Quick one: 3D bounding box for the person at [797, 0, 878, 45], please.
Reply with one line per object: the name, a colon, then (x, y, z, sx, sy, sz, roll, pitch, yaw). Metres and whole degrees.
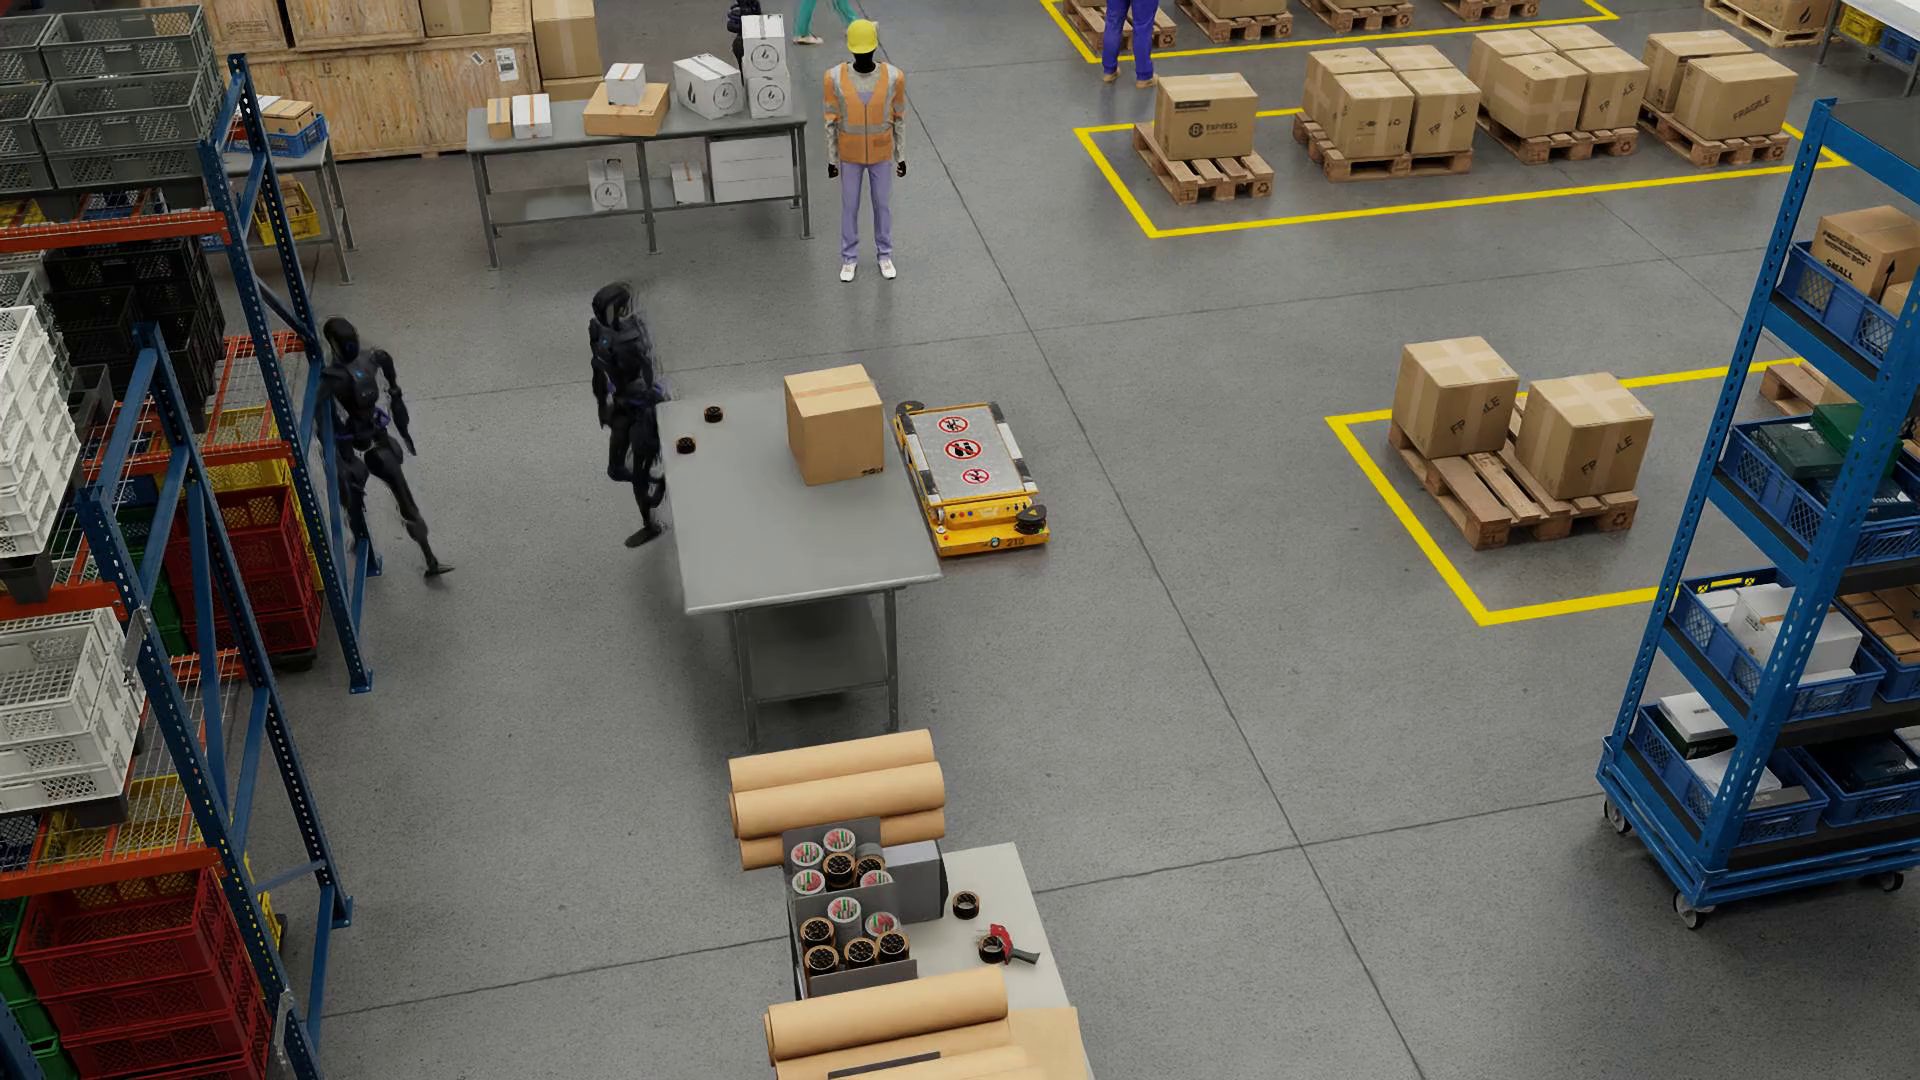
person: (-1.201, -5.585, 15.834, 0.879, 1.719, 0.541, -7, 37, -10)

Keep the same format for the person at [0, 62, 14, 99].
person: (-8.417, -4.423, 14.073, 0.424, 1.982, 0.626, -25, 43, -30)

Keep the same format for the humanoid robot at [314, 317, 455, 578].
humanoid robot: (-3.210, -0.479, 9.060, 0.791, 1.615, 0.582, 30, 46, 34)

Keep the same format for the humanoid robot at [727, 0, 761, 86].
humanoid robot: (-1.820, -4.353, 14.223, 0.330, 1.650, 0.571, 1, 37, 2)

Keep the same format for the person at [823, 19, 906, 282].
person: (-0.669, -2.772, 11.890, 0.584, 1.928, 0.365, -4, 37, -5)

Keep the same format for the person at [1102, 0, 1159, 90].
person: (1.566, -5.095, 14.919, 0.674, 2.000, 0.536, 19, 41, 24)

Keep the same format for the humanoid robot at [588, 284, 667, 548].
humanoid robot: (-1.835, -0.725, 9.353, 0.599, 1.647, 0.443, 29, 45, 33)

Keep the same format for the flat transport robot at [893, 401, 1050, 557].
flat transport robot: (0.046, -0.430, 10.108, 0.652, 0.197, 1.431, -8, 37, -10)
